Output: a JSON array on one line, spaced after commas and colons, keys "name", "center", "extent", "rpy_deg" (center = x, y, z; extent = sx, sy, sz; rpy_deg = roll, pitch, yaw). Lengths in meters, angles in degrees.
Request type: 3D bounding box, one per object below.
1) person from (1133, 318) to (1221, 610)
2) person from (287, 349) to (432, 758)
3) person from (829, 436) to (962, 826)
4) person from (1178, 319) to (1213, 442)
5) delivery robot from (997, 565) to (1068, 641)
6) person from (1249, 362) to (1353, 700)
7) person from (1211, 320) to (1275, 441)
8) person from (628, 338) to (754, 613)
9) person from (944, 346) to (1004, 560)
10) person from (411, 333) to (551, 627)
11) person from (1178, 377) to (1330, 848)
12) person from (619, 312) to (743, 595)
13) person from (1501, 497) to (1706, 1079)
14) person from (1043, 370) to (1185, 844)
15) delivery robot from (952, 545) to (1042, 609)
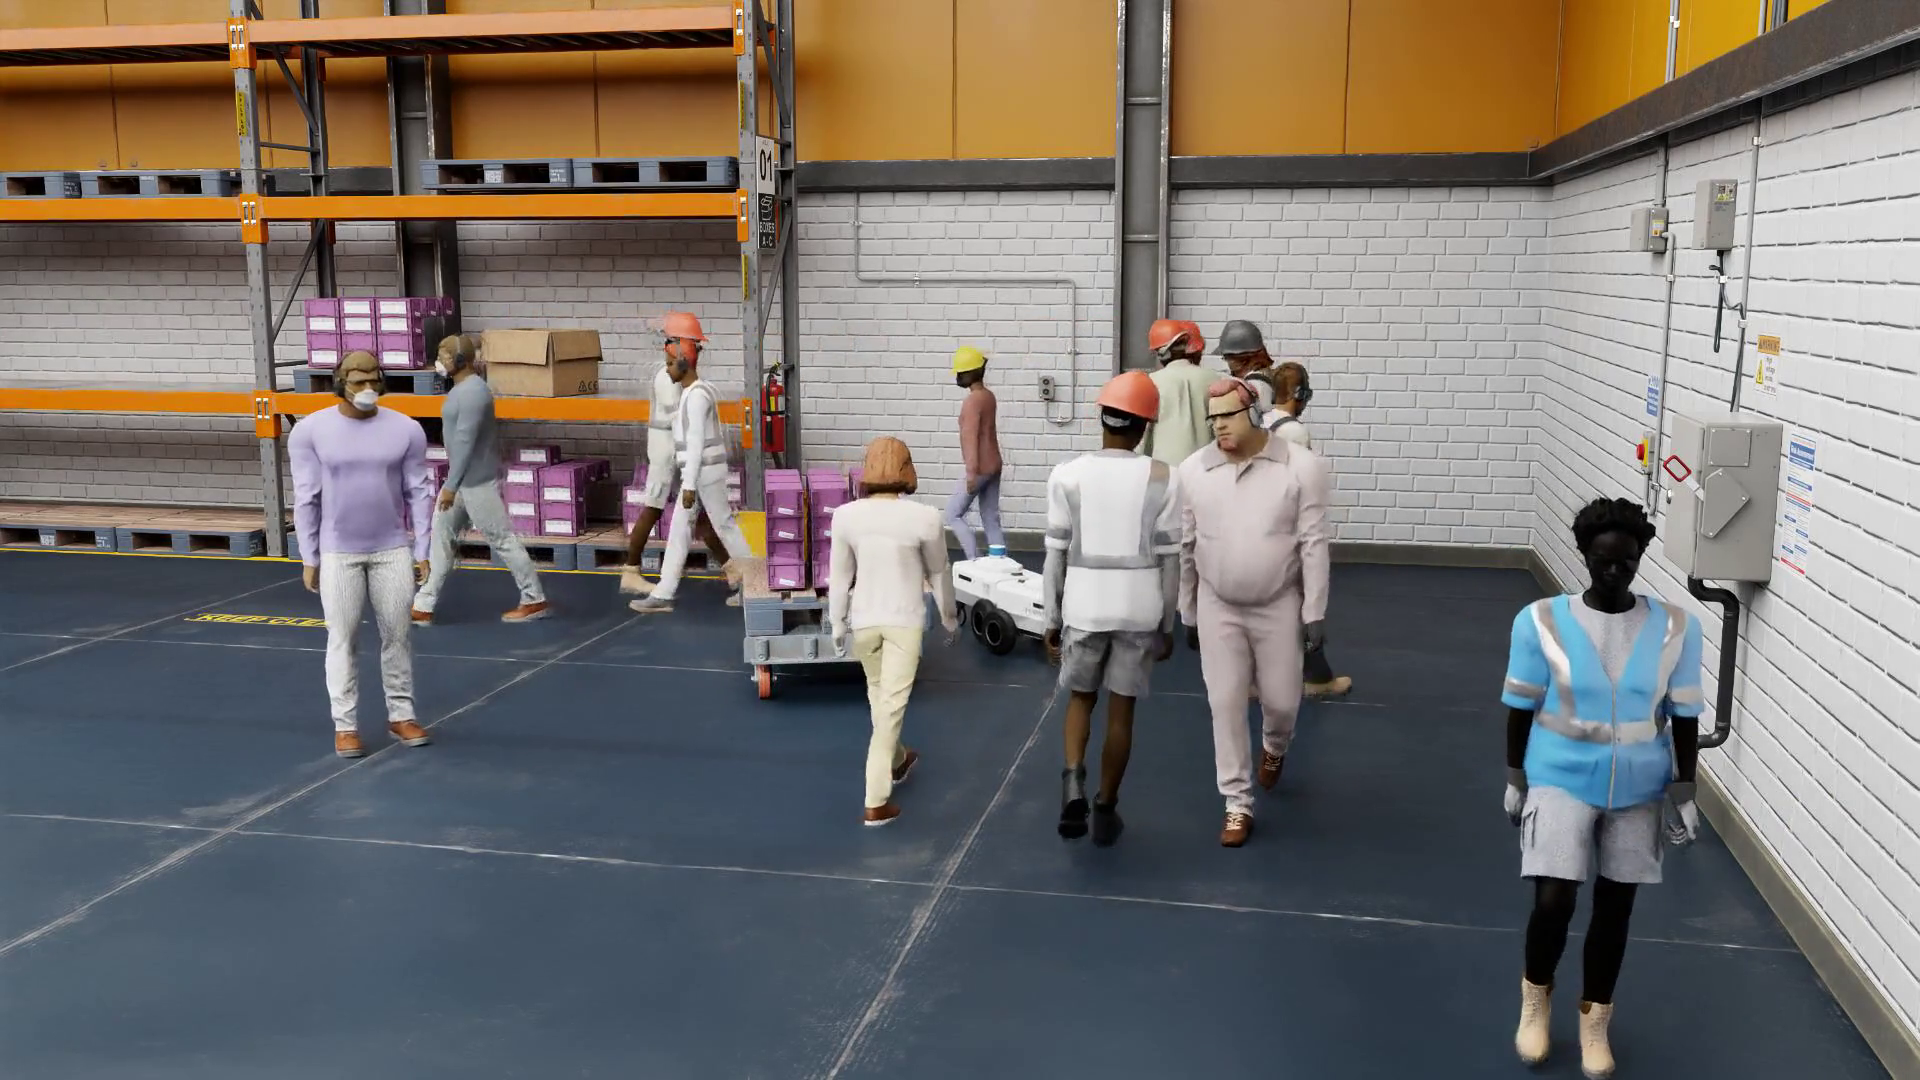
[{"name": "person", "center": [1.466, -0.497, 11.141], "extent": [0.640, 1.960, 0.439], "rpy_deg": [-2, 10, -15]}, {"name": "person", "center": [-2.824, 0.063, 7.888], "extent": [0.629, 1.931, 0.376], "rpy_deg": [-6, 11, -30]}, {"name": "person", "center": [-0.259, 0.358, 7.094], "extent": [0.508, 1.596, 0.834], "rpy_deg": [4, 10, 22]}, {"name": "person", "center": [1.662, -0.574, 11.659], "extent": [0.484, 1.941, 0.643], "rpy_deg": [3, 10, 19]}, {"name": "delivery robot", "center": [0.538, 0.384, 9.776], "extent": [0.477, 0.478, 0.707], "rpy_deg": [-7, 12, -36]}, {"name": "person", "center": [1.762, -0.035, 8.826], "extent": [0.813, 1.801, 0.512], "rpy_deg": [-5, 11, -28]}, {"name": "person", "center": [1.866, -0.368, 10.122], "extent": [0.727, 2.000, 0.702], "rpy_deg": [5, 11, 30]}, {"name": "person", "center": [-1.725, -0.424, 11.117], "extent": [0.963, 1.837, 0.590], "rpy_deg": [-3, 10, -19]}, {"name": "person", "center": [0.106, -0.490, 11.723], "extent": [0.459, 1.744, 0.572], "rpy_deg": [4, 10, 21]}, {"name": "person", "center": [-3.146, -0.373, 10.630], "extent": [1.025, 1.891, 0.632], "rpy_deg": [-5, 11, -28]}, {"name": "person", "center": [1.199, 0.258, 6.846], "extent": [0.657, 1.878, 0.757], "rpy_deg": [3, 10, 17]}, {"name": "person", "center": [-1.918, -0.586, 11.615], "extent": [1.084, 1.976, 0.624], "rpy_deg": [1, 9, 5]}, {"name": "person", "center": [1.811, 0.711, 4.709], "extent": [0.535, 1.684, 0.374], "rpy_deg": [1, 10, 7]}, {"name": "person", "center": [0.596, 0.295, 6.546], "extent": [0.548, 1.908, 0.565], "rpy_deg": [2, 10, 12]}, {"name": "delivery robot", "center": [0.233, 0.275, 10.437], "extent": [0.477, 0.478, 0.707], "rpy_deg": [-5, 10, -26]}]
